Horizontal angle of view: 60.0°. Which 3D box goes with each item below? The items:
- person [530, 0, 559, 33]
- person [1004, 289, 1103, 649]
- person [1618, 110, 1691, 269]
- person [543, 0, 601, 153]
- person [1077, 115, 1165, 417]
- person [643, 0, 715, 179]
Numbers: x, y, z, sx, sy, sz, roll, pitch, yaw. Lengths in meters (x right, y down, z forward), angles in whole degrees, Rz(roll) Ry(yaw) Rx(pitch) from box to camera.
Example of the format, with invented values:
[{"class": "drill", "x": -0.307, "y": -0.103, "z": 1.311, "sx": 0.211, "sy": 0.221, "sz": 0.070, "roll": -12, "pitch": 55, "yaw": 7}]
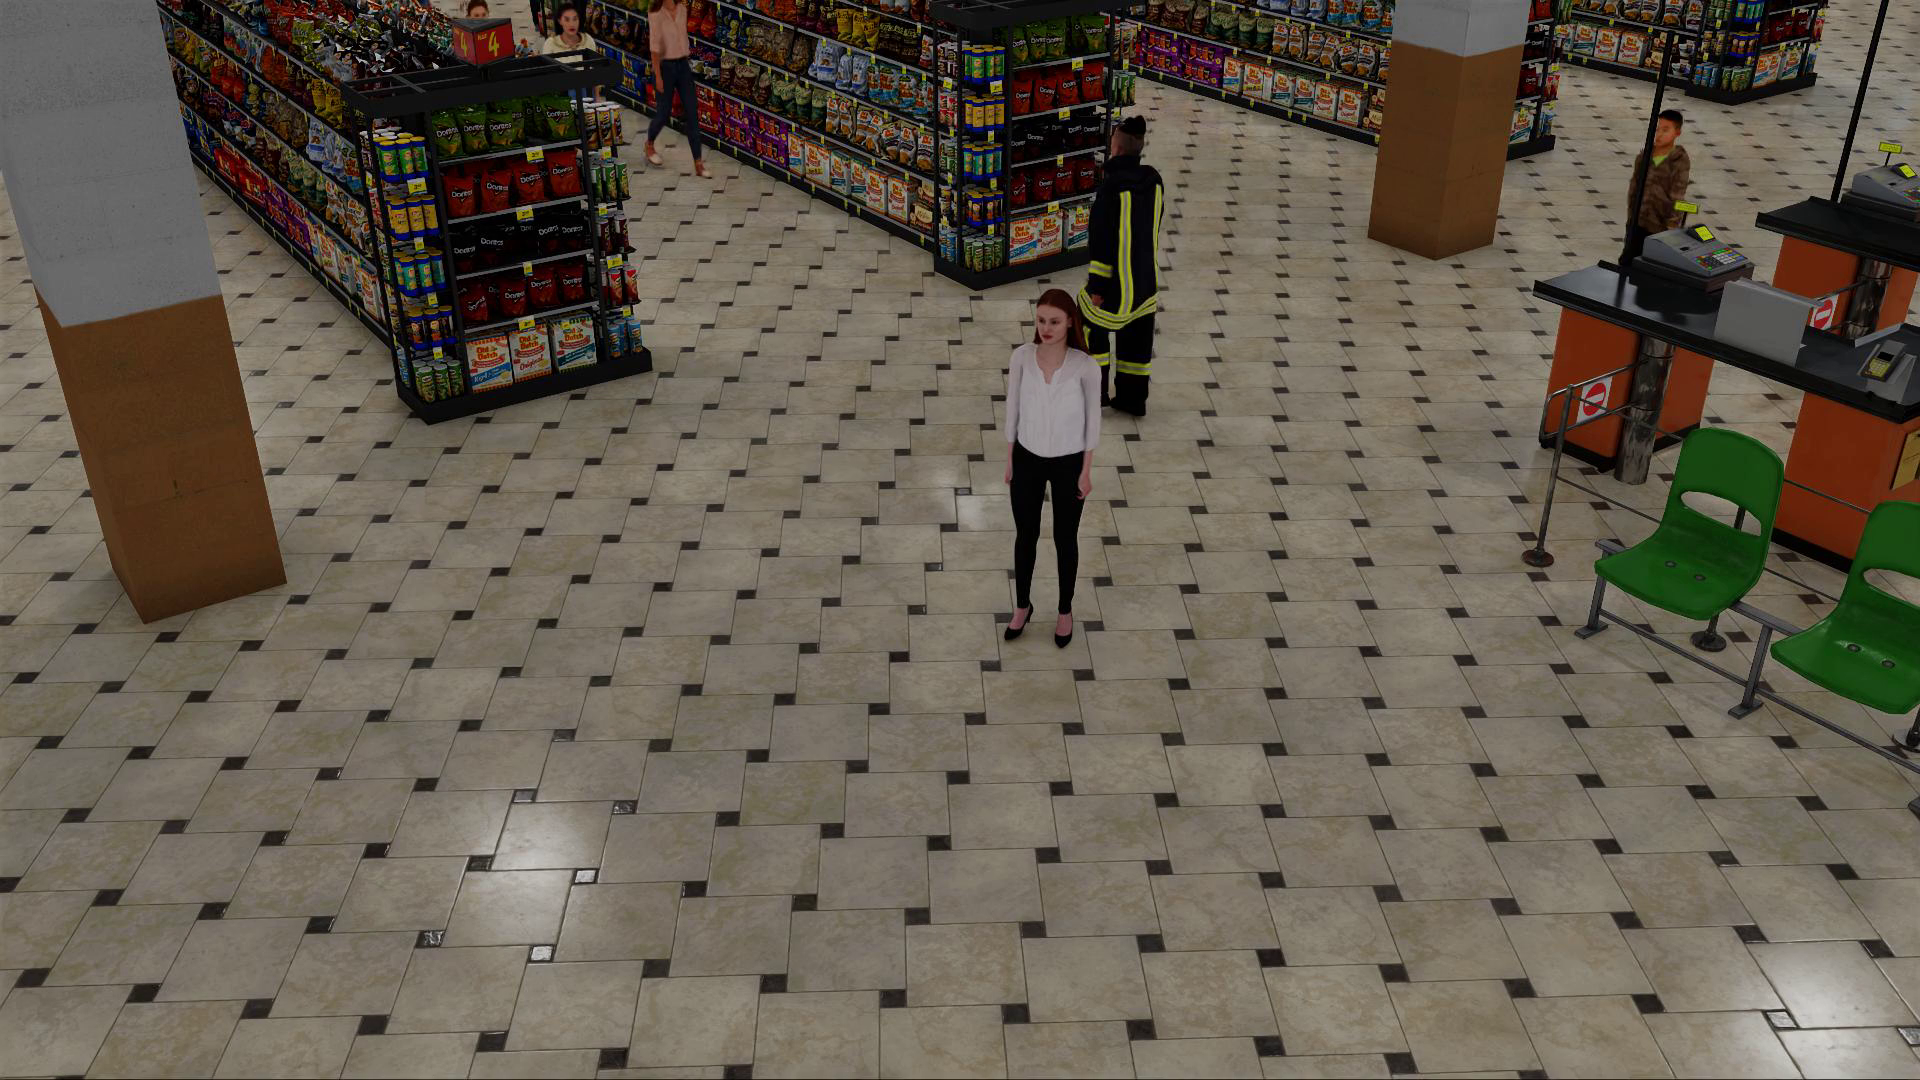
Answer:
[{"class": "person", "x": -5.028, "y": -7.071, "z": 19.933, "sx": 0.767, "sy": 1.874, "sz": 0.839, "roll": 6, "pitch": 29, "yaw": 12}, {"class": "person", "x": 0.414, "y": -0.321, "z": 7.689, "sx": 0.633, "sy": 1.759, "sz": 0.724, "roll": 9, "pitch": 30, "yaw": 16}, {"class": "person", "x": 4.856, "y": -2.262, "z": 11.580, "sx": 0.874, "sy": 1.437, "sz": 0.768, "roll": 23, "pitch": 36, "yaw": 35}, {"class": "person", "x": -3.227, "y": -3.673, "z": 13.964, "sx": 0.650, "sy": 1.630, "sz": 0.545, "roll": -16, "pitch": 33, "yaw": -27}, {"class": "person", "x": 1.019, "y": -1.582, "z": 9.901, "sx": 0.817, "sy": 1.853, "sz": 0.764, "roll": -23, "pitch": 36, "yaw": -36}, {"class": "person", "x": -2.588, "y": -4.078, "z": 14.580, "sx": 0.742, "sy": 1.750, "sz": 1.187, "roll": -25, "pitch": 37, "yaw": -38}]
